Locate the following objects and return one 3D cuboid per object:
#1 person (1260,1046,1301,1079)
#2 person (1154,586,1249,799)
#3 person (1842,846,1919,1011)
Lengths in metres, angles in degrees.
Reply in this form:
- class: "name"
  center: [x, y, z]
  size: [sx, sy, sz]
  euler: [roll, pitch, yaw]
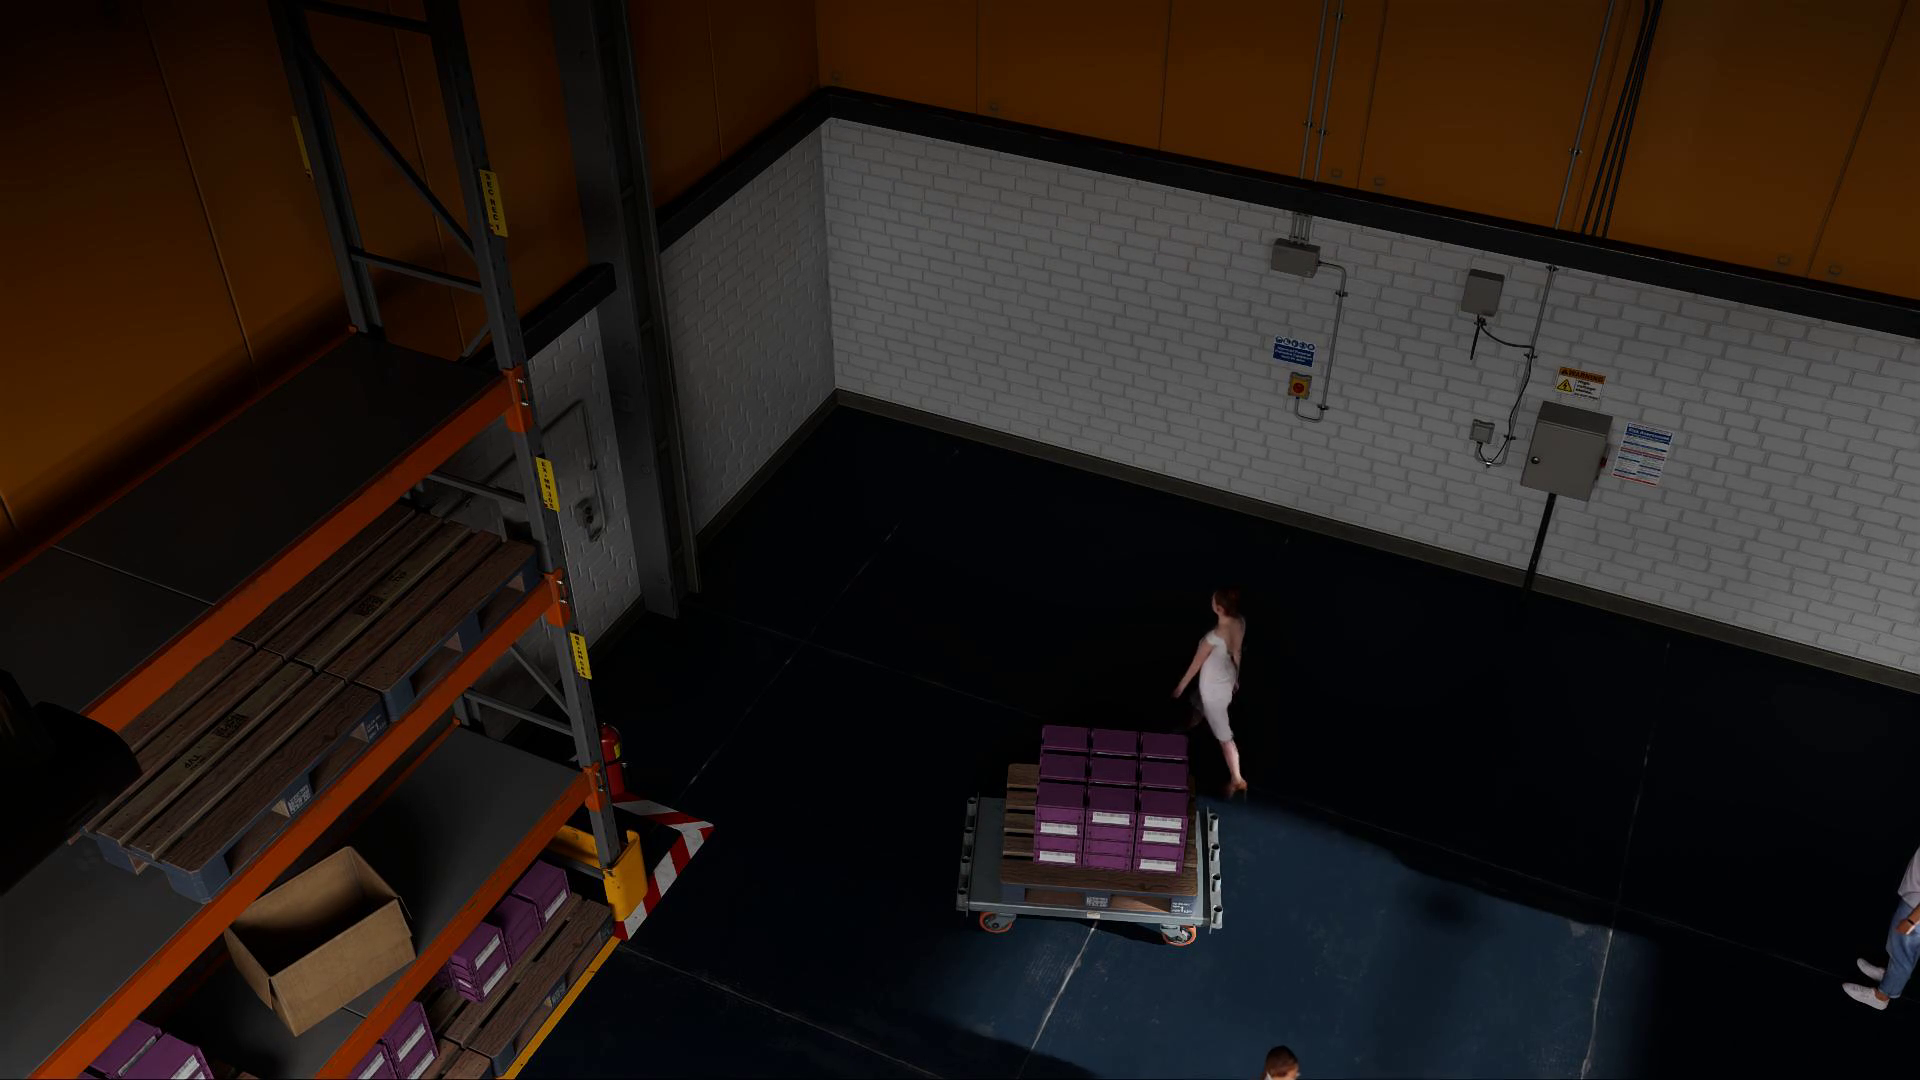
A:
- class: "person"
  center: [1.659, 3.077, 9.033]
  size: [0.543, 1.007, 0.657]
  euler: [12, 40, 14]
- class: "person"
  center: [1.767, 1.055, 10.965]
  size: [0.853, 1.756, 1.037]
  euler: [29, 47, 31]
- class: "person"
  center: [5.616, 2.109, 9.672]
  size: [0.749, 1.723, 0.593]
  euler: [30, 48, 32]
